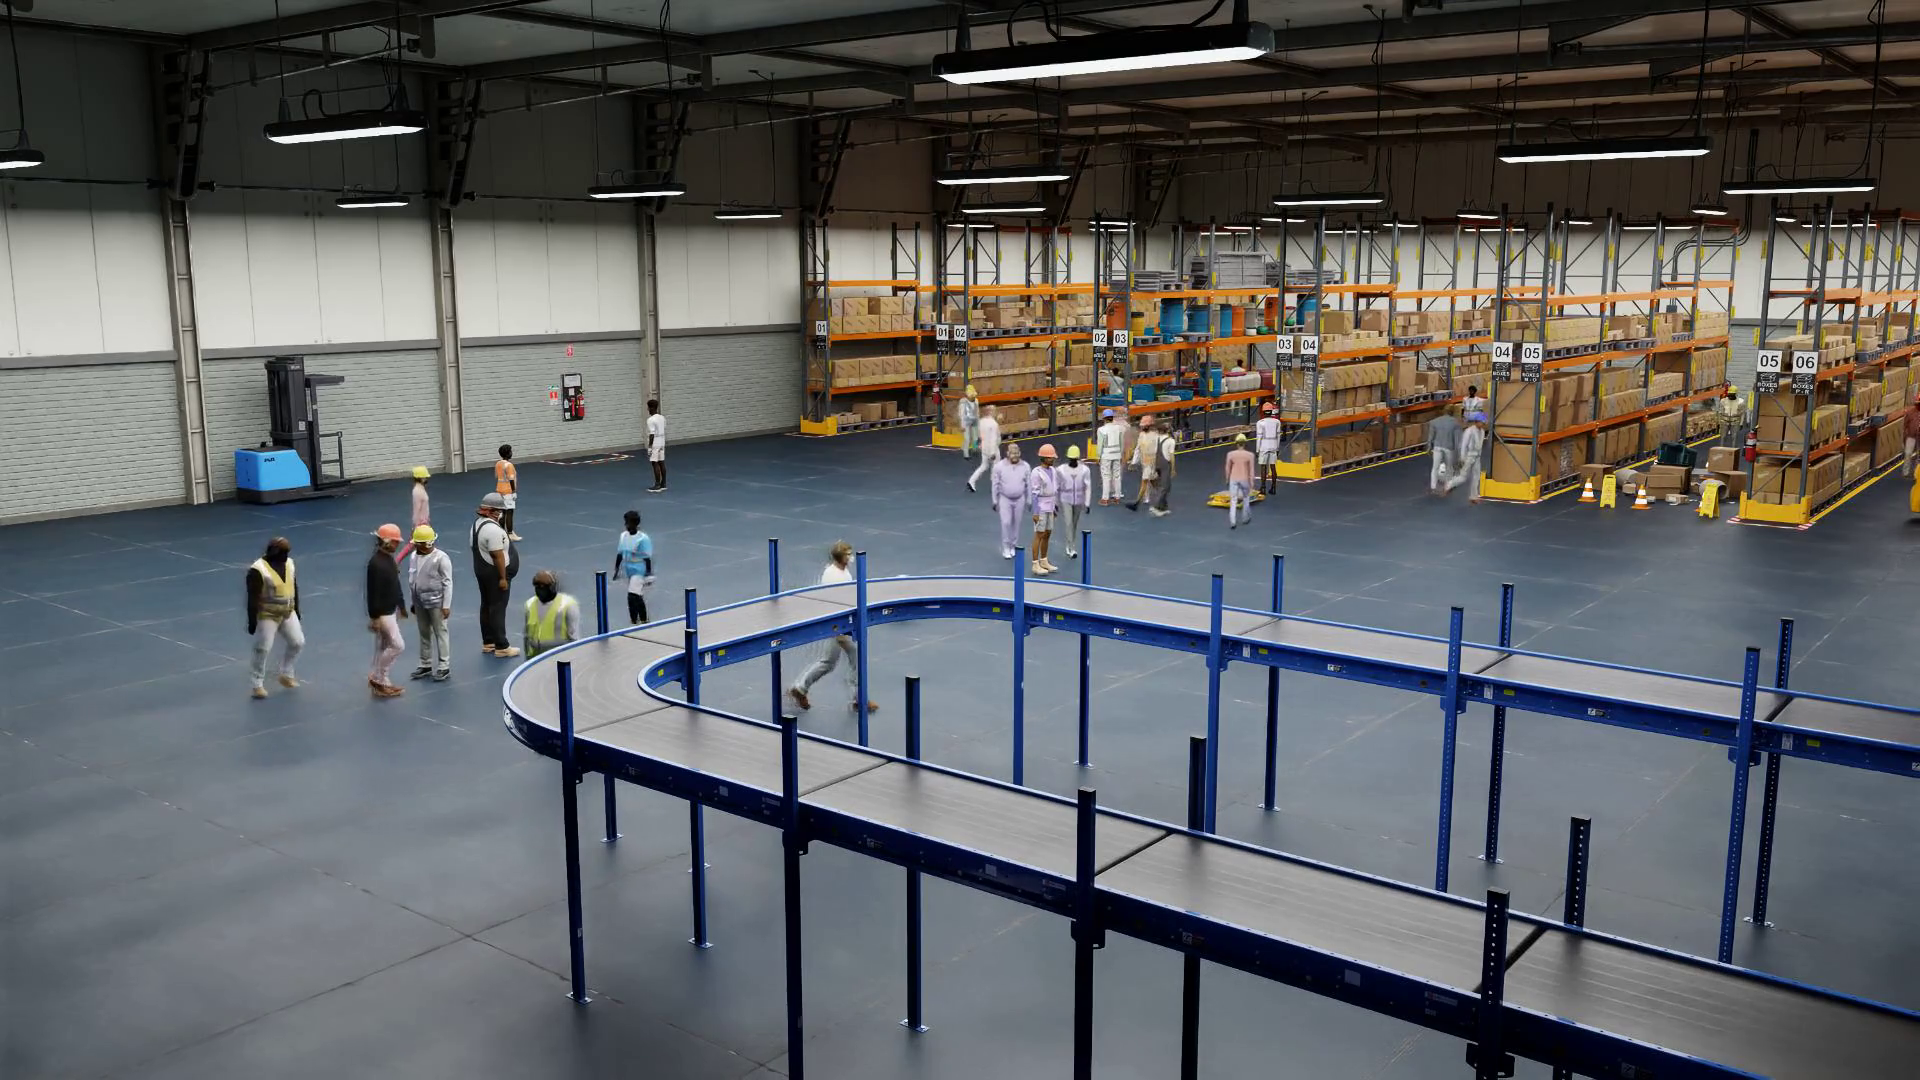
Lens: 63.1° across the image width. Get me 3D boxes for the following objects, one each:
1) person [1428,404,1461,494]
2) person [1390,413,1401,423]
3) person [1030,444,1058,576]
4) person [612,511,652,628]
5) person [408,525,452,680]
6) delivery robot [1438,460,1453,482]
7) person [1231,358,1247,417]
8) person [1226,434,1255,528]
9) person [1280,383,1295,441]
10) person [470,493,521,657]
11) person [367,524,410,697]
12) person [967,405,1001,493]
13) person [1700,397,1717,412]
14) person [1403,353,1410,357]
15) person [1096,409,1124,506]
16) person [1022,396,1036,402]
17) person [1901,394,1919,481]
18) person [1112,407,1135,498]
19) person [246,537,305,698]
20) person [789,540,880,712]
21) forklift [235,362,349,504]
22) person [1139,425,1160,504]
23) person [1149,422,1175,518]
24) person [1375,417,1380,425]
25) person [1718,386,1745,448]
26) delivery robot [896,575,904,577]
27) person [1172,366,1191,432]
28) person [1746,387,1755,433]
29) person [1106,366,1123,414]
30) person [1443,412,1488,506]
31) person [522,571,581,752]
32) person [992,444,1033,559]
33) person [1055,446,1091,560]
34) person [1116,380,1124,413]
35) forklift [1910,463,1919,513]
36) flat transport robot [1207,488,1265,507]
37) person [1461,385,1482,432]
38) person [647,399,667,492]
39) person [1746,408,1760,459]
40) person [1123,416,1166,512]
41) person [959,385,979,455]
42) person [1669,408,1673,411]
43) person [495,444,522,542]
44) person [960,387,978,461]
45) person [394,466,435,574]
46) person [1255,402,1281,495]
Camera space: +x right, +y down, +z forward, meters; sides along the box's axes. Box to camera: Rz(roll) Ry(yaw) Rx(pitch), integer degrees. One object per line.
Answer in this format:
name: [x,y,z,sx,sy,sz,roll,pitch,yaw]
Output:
person: [10.233,-1.924,33.086,0.698,1.870,1.065,6,12,30]
person: [12.527,-4.027,44.741,0.637,1.922,0.551,8,13,37]
person: [1.347,-0.483,24.436,0.386,2.039,0.616,7,12,34]
person: [-4.267,0.444,20.246,0.573,1.666,0.638,10,14,44]
person: [-6.197,0.724,18.254,0.587,1.826,0.404,5,11,25]
delivery robot: [10.582,-1.499,34.195,0.477,0.478,0.707,3,10,14]
person: [8.756,-4.812,49.324,0.522,1.856,0.659,4,11,23]
person: [5.162,-1.091,28.785,0.532,1.709,0.936,3,11,19]
person: [8.953,-3.659,42.604,0.550,1.935,0.365,7,12,35]
person: [-5.751,0.427,19.437,0.537,2.000,0.678,-8,13,-39]
person: [-6.407,0.796,17.470,0.468,1.955,0.653,-1,10,-7]
person: [0.580,-1.912,32.943,0.822,1.883,0.650,-5,11,-26]
person: [21.529,-4.000,44.815,0.823,1.828,0.501,6,12,29]
person: [14.117,-4.952,49.784,0.637,1.968,0.688,7,12,34]
person: [2.996,-1.658,31.344,0.603,1.937,0.410,-4,11,-23]
person: [2.074,-4.375,46.699,0.585,1.916,0.387,9,13,41]
person: [21.207,-2.251,34.682,0.610,1.937,1.020,8,13,37]
person: [3.325,-1.812,32.393,0.644,1.873,0.674,-8,13,-40]
person: [-7.719,0.853,17.592,0.543,1.802,0.713,4,11,22]
person: [-1.375,0.928,16.894,0.915,1.907,0.629,2,10,14]
forklift: [-13.803,-2.244,32.110,1.129,2.768,1.873,8,13,37]
person: [3.898,-1.538,31.583,0.604,1.612,0.426,-2,10,-14]
person: [3.847,-1.350,29.965,0.621,1.823,0.533,-7,12,-34]
person: [12.650,-4.326,46.561,0.663,1.867,0.594,1,10,7]
person: [19.037,-2.900,38.638,0.591,1.829,0.404,6,12,31]
delivery robot: [-0.828,0.608,21.605,0.698,0.223,0.335,-9,14,-43]
person: [6.351,-4.043,44.919,0.565,1.883,0.984,6,12,32]
person: [21.701,-3.492,42.603,0.526,1.588,0.848,4,11,19]
person: [4.478,-4.113,45.387,0.538,1.867,0.352,2,10,10]
person: [10.194,-1.655,31.443,0.627,1.906,0.801,-7,13,-36]
person: [-4.066,1.190,15.628,0.643,1.823,0.540,3,11,18]
person: [0.894,-0.625,25.673,0.675,1.877,0.813,-2,10,-11]
person: [1.866,-0.629,25.758,0.592,1.859,1.040,-1,10,-8]
person: [4.618,-3.704,43.794,0.516,1.603,0.799,5,11,25]
forklift: [19.034,-1.348,28.998,2.313,2.155,1.214,8,13,37]
flat transport robot: [5.598,-0.863,31.676,0.652,0.197,1.431,7,12,33]
person: [13.325,-3.198,40.713,0.541,1.687,0.544,8,13,37]
person: [-6.471,-2.015,33.273,0.363,1.962,0.612,3,11,18]
person: [19.819,-2.955,38.792,0.584,1.882,0.337,6,12,32]
person: [3.653,-1.498,30.626,1.041,1.877,0.558,-5,11,-25]
person: [0.240,-3.052,39.672,0.523,1.768,0.318,3,11,17]
person: [21.087,-4.343,46.631,0.574,1.874,1.016,-7,12,-36]
person: [-7.913,-0.827,27.339,0.320,1.698,0.531,-10,14,-43]
person: [0.216,-2.842,38.368,0.585,1.818,0.481,-10,14,-44]
person: [-8.427,-0.296,24.241,0.755,1.735,0.520,-3,11,-18]
person: [6.444,-1.918,32.832,0.542,1.929,0.374,-3,10,-15]
